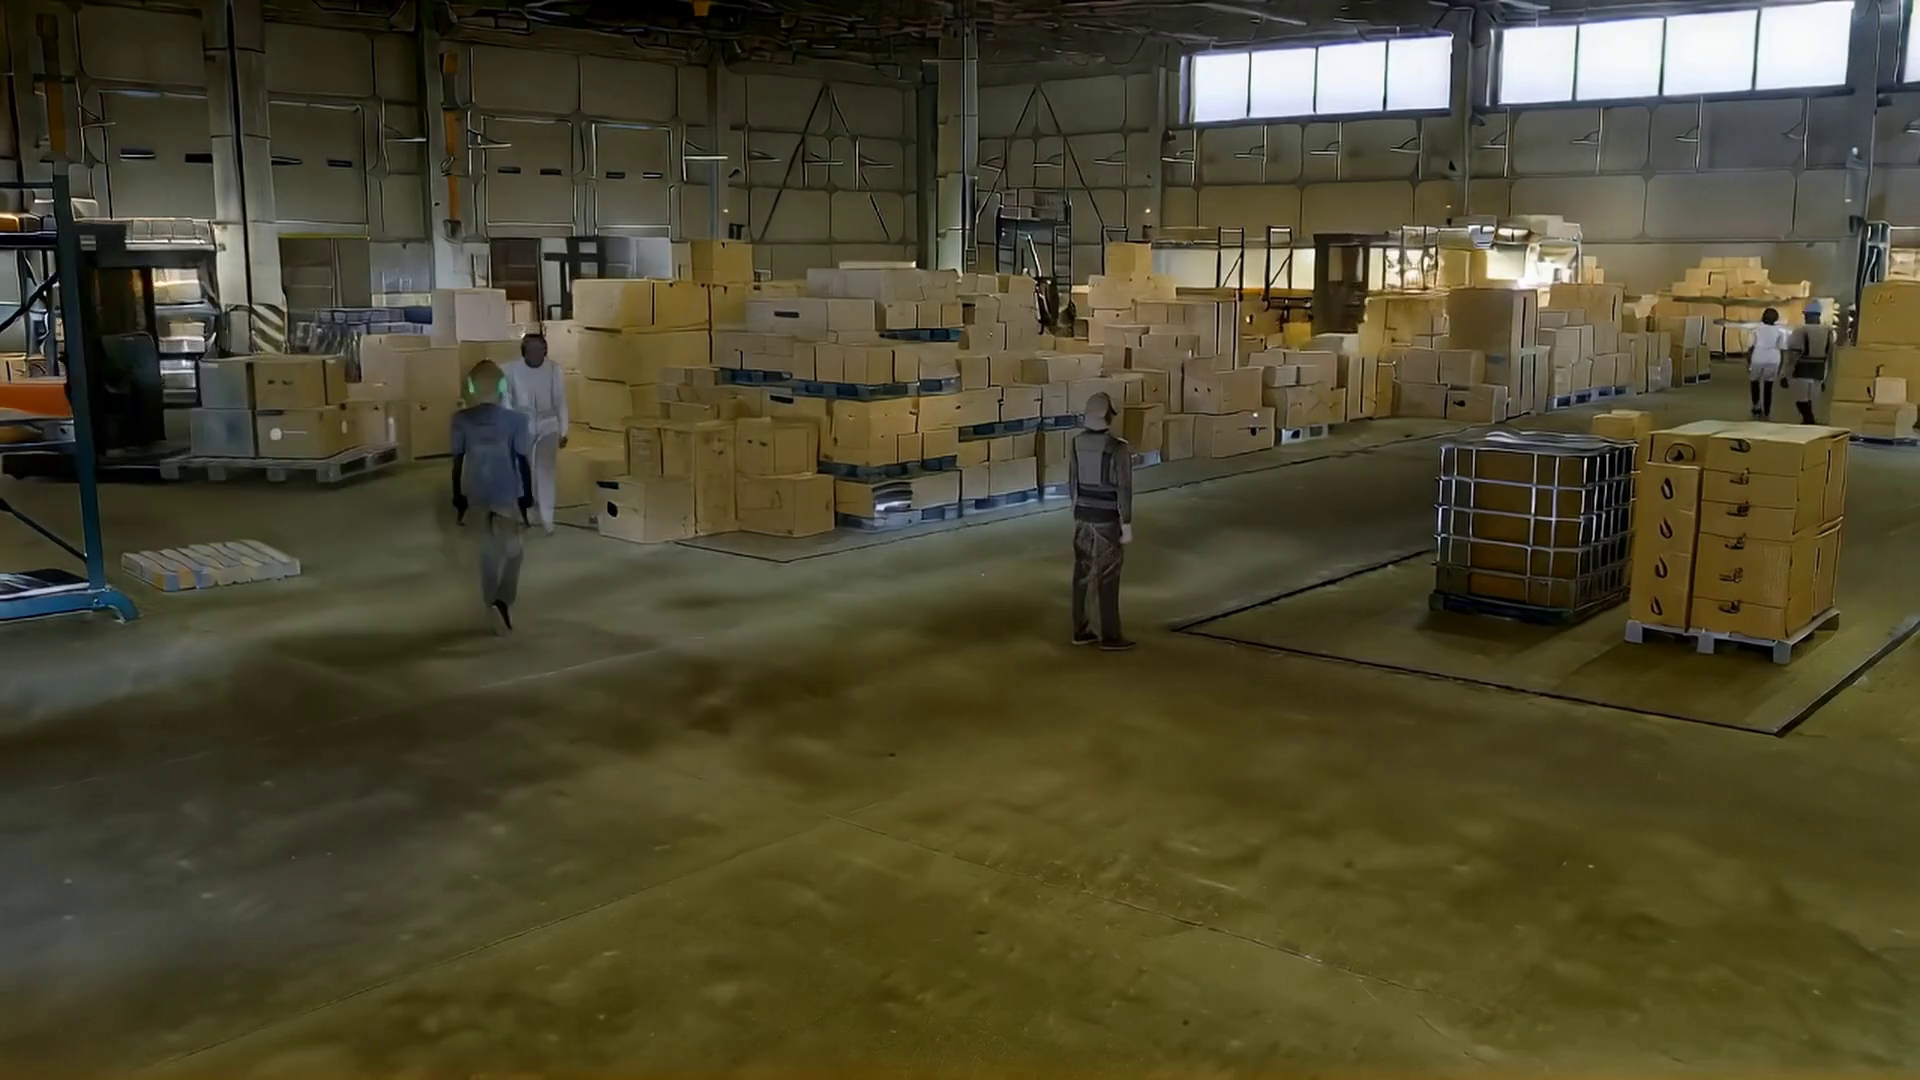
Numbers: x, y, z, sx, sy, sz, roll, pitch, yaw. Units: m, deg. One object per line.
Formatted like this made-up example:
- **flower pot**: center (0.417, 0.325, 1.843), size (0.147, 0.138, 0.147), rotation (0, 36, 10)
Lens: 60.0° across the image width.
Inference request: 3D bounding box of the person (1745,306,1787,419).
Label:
- **person**: center (12.035, -2.643, 24.844), size (0.553, 1.683, 0.372), rotation (4, 11, 21)

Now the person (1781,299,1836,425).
- **person**: center (10.807, -2.092, 21.096), size (0.549, 1.914, 0.908), rotation (-1, 10, -5)

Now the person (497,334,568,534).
- **person**: center (-3.896, -0.989, 15.135), size (0.656, 1.797, 0.948), rotation (-4, 11, -22)

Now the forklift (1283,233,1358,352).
- **forklift**: center (7.339, -4.615, 32.668), size (1.129, 2.768, 1.873), rotation (-6, 11, -29)

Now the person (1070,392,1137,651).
- **person**: center (0.898, -0.115, 10.577), size (0.308, 1.641, 0.511), rotation (-9, 13, -41)

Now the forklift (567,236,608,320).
- **forklift**: center (-8.560, -5.636, 38.480), size (1.873, 2.768, 1.129), rotation (8, 13, 40)

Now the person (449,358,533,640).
- **person**: center (-3.027, -0.242, 10.707), size (0.529, 1.851, 0.619), rotation (-1, 10, -4)

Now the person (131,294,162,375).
- **person**: center (-11.036, -2.327, 22.319), size (0.356, 1.938, 0.633), rotation (6, 12, 32)

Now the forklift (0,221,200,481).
- **forklift**: center (-9.517, -2.102, 18.362), size (1.873, 2.768, 1.129), rotation (1, 10, 6)

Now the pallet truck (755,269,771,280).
- **pallet truck**: center (-4.996, -6.432, 45.525), size (1.885, 1.965, 0.823), rotation (-6, 12, -32)

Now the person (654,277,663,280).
- **person**: center (-6.512, -4.725, 36.023), size (0.635, 1.928, 0.383), rotation (-4, 11, -23)
